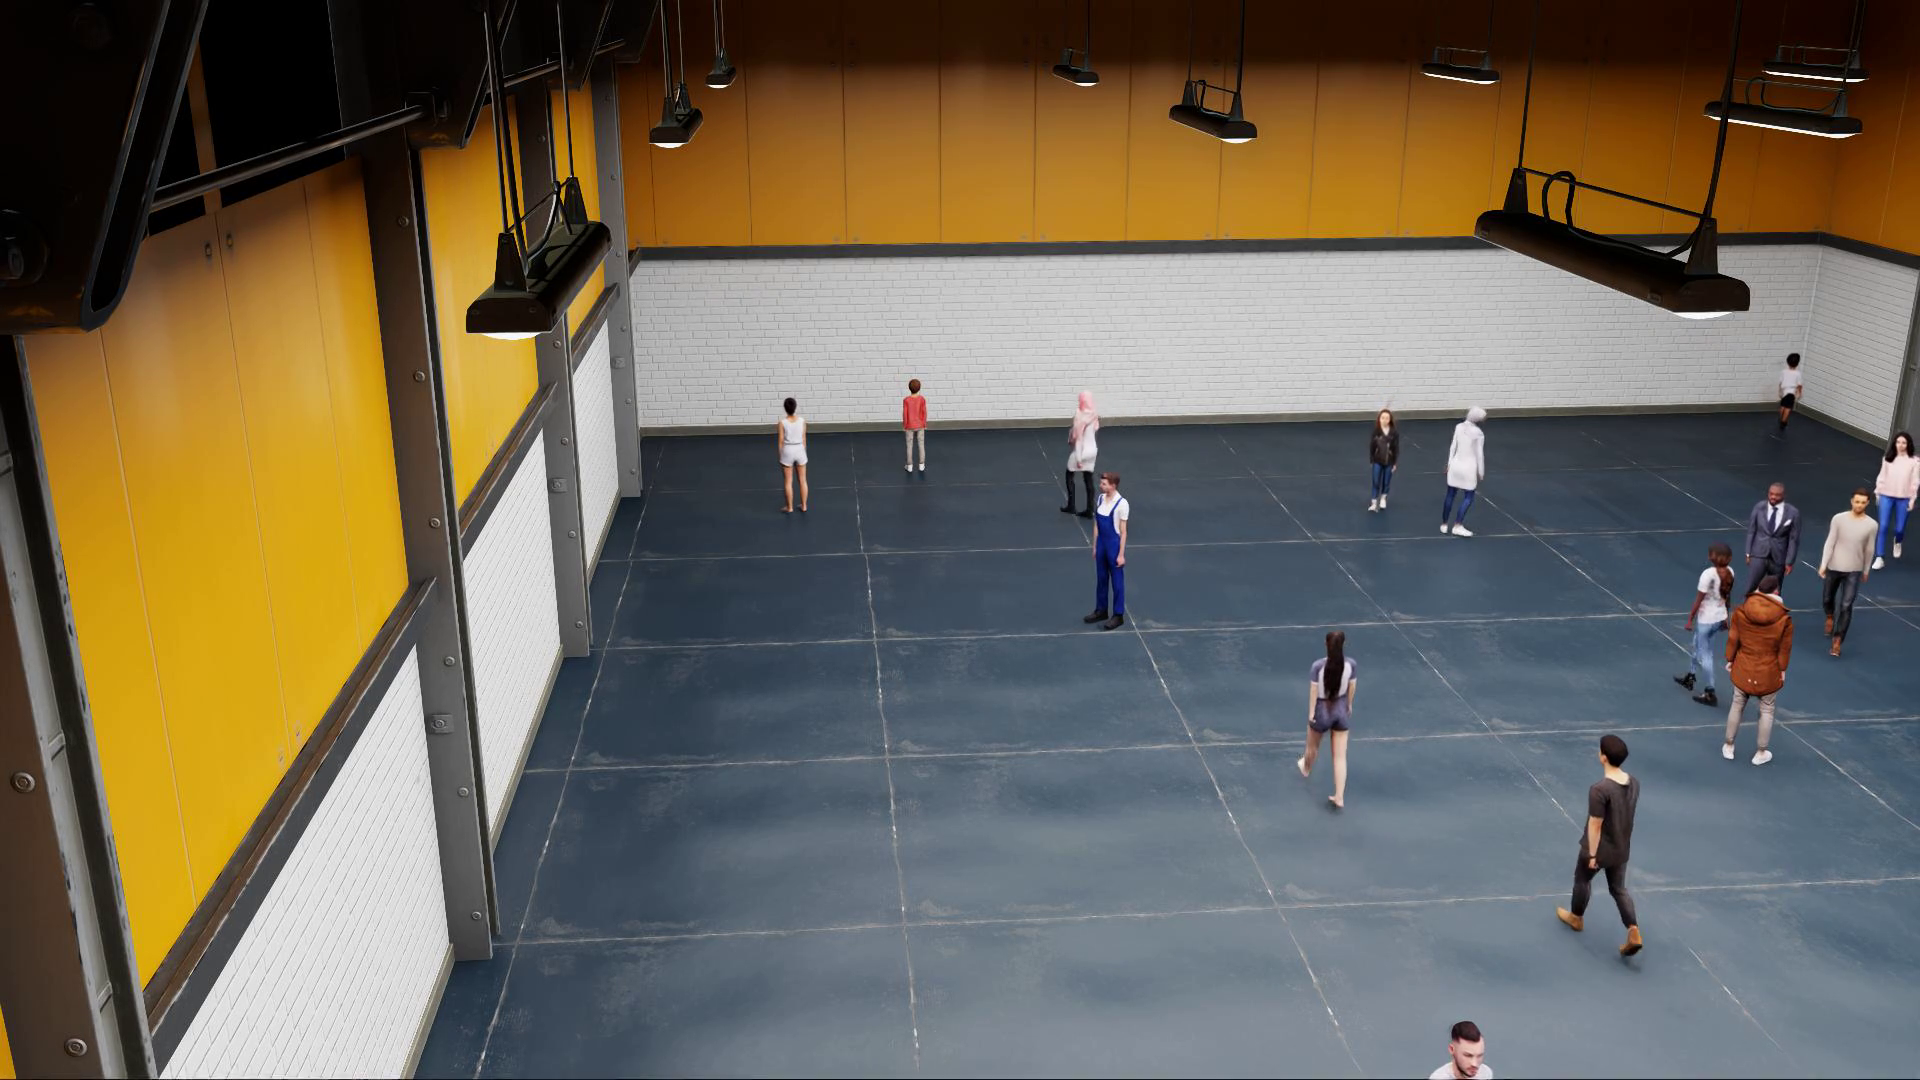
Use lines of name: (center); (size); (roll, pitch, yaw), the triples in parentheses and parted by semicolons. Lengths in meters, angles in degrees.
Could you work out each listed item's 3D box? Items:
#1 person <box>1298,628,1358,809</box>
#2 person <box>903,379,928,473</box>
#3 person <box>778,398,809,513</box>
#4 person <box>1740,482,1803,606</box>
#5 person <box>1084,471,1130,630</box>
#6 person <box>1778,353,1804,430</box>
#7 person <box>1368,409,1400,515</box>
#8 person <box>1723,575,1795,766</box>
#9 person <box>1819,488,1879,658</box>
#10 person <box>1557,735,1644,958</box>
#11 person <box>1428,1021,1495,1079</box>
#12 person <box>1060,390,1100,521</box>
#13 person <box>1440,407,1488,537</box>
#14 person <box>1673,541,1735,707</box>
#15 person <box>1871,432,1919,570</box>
person: (3.334, 1.614, 14.811); (0.622, 1.600, 1.062); (-1, 19, -4)
person: (-0.680, -1.736, 25.045); (0.536, 1.417, 0.520); (-4, 19, -11)
person: (-2.310, -1.192, 23.109); (0.609, 1.620, 0.594); (-7, 20, -19)
person: (9.130, 0.201, 18.710); (1.095, 1.789, 1.224); (11, 21, 29)
person: (1.725, 0.082, 18.968); (0.786, 1.849, 0.699); (-15, 24, -38)
person: (13.656, -2.434, 27.406); (0.812, 1.231, 0.849); (17, 25, 40)
person: (5.905, -1.095, 23.111); (0.812, 1.436, 1.038); (7, 20, 19)
person: (7.491, 1.213, 15.630); (0.849, 1.836, 0.900); (13, 22, 33)
person: (9.734, 0.307, 18.320); (1.101, 1.837, 1.259); (11, 22, 30)
person: (4.946, 2.328, 12.549); (0.780, 1.689, 1.126); (-6, 19, -16)
person: (2.670, 3.420, 9.074); (0.760, 1.838, 0.737); (-11, 22, -30)
person: (1.765, -1.138, 22.695); (0.845, 1.784, 0.922); (-15, 24, -38)
person: (6.674, -0.914, 22.072); (0.720, 1.756, 0.836); (14, 23, 36)
person: (7.686, 0.859, 16.885); (0.827, 1.707, 0.950); (-11, 22, -30)
person: (11.753, -0.506, 20.858); (0.937, 1.757, 0.995); (16, 24, 39)
